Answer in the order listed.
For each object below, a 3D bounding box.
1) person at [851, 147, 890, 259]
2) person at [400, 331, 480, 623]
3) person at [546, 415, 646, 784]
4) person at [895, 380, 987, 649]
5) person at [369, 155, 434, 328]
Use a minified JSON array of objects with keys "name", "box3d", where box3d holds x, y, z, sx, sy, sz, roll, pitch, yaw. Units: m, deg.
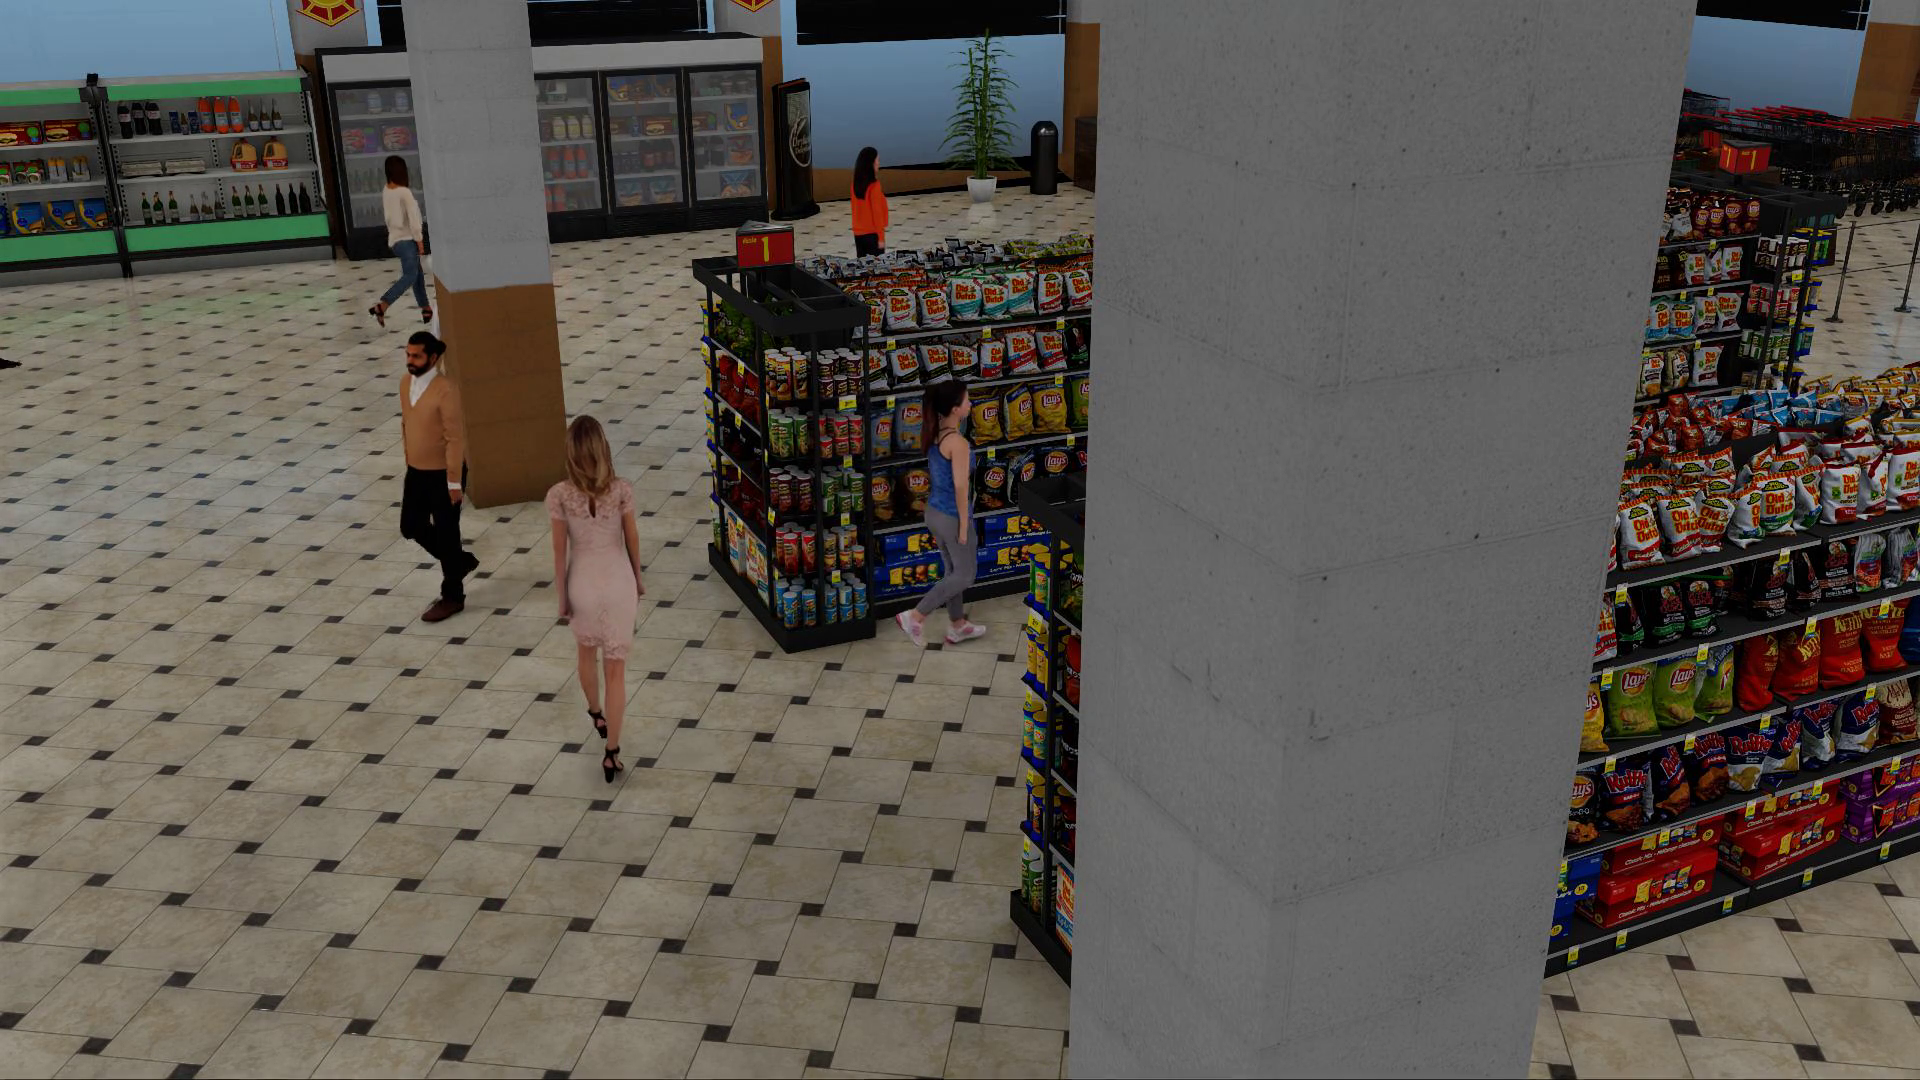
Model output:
[{"name":"person","box3d":[-0.890,-2.950,16.220,0.600,1.749,0.652,-14,26,-31]},{"name":"person","box3d":[-3.068,-0.408,9.897,0.853,1.747,0.922,15,26,33]},{"name":"person","box3d":[-1.735,0.322,8.000,0.887,1.805,0.794,-2,22,-6]},{"name":"person","box3d":[-0.108,-0.110,9.358,0.860,1.596,0.596,-12,25,-27]},{"name":"person","box3d":[-5.447,-2.851,16.103,0.874,1.652,1.117,19,29,39]}]
